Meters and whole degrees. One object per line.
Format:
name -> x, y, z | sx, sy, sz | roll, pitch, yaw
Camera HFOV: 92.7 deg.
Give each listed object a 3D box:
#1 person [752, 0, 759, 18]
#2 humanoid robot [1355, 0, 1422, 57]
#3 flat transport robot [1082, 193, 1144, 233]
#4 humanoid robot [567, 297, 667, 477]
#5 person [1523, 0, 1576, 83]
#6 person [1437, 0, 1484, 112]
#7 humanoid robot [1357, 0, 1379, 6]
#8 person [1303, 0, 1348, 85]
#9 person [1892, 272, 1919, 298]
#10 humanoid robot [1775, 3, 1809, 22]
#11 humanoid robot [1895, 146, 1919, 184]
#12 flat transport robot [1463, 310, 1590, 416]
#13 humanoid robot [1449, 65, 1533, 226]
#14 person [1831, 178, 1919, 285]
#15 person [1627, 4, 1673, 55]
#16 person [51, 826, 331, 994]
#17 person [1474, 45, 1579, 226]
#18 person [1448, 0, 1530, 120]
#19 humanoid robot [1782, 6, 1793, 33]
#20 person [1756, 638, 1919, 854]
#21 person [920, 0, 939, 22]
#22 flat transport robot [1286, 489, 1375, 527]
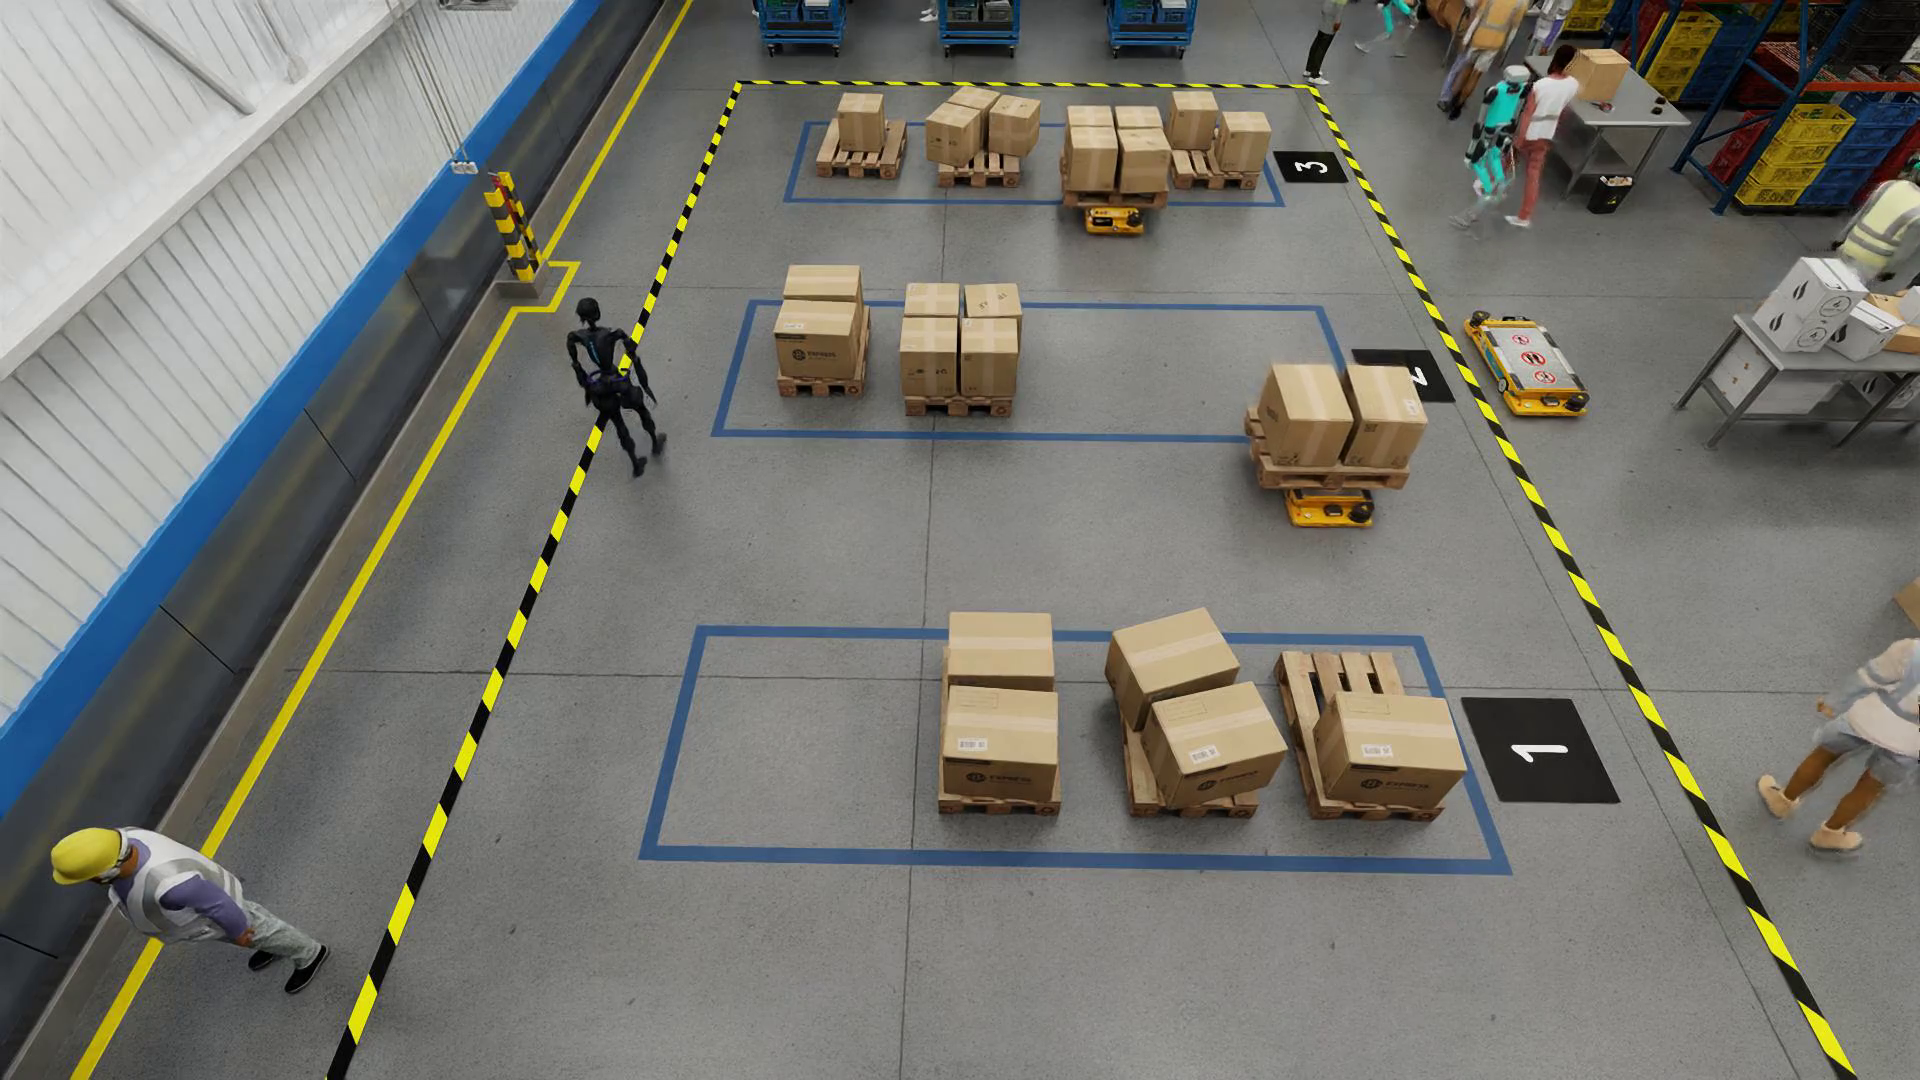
person -> -3.269, -9.371, 14.582 | 0.511, 1.876, 0.328 | -14, 51, -12
humanoid robot -> 6.513, -7.937, 13.458 | 0.532, 1.759, 1.013 | -32, 56, -25
flat transport robot -> 1.827, -4.205, 11.155 | 0.652, 0.197, 1.431 | 1, 49, 1
humanoid robot -> -2.895, -1.285, 7.722 | 0.610, 1.640, 0.533 | -3, 49, -2
person -> 7.751, -6.742, 12.208 | 0.404, 2.035, 0.598 | 4, 49, 4
person -> 6.978, -6.730, 12.367 | 0.529, 1.768, 0.310 | -16, 51, -13
humanoid robot -> 6.969, -9.643, 14.958 | 0.613, 1.632, 0.593 | 3, 49, 2
person -> 5.298, -7.448, 12.932 | 0.395, 1.850, 0.597 | 0, 49, 0
person -> 10.323, -3.161, 9.238 | 0.332, 1.836, 0.504 | -21, 52, -17
humanoid robot -> 13.522, -9.072, 14.453 | 0.609, 1.643, 0.310 | 12, 50, 11
humanoid robot -> 10.245, -3.656, 9.727 | 0.681, 1.798, 0.537 | -9, 50, -8
flat transport robot -> 5.573, -1.757, 9.054 | 0.659, 0.231, 1.431 | 1, 49, 1
humanoid robot -> 5.999, -4.302, 10.197 | 0.533, 1.678, 0.735 | -11, 50, -10
person -> 8.870, -2.796, 8.925 | 0.486, 1.823, 0.641 | -4, 49, -3
person -> 10.038, -7.460, 13.031 | 0.707, 1.716, 0.508 | 4, 49, 3
person -> -3.993, 1.941, 4.820 | 0.596, 1.827, 0.403 | 21, 52, 17
person -> 6.586, -4.626, 10.495 | 0.597, 1.847, 1.077 | -6, 49, -5
person -> 7.056, -6.637, 12.205 | 0.569, 1.885, 0.752 | 31, 56, 24
humanoid robot -> 13.309, -8.742, 14.159 | 0.599, 1.656, 0.315 | -10, 50, -9
person -> 5.533, 1.135, 5.414 | 0.734, 1.990, 0.506 | 37, 58, 27
person -> -0.495, -9.242, 14.474 | 0.329, 1.871, 0.505 | 4, 49, 3
flat transport robot -> 3.148, -0.703, 8.124 | 0.652, 0.197, 1.431 | 1, 49, 1
